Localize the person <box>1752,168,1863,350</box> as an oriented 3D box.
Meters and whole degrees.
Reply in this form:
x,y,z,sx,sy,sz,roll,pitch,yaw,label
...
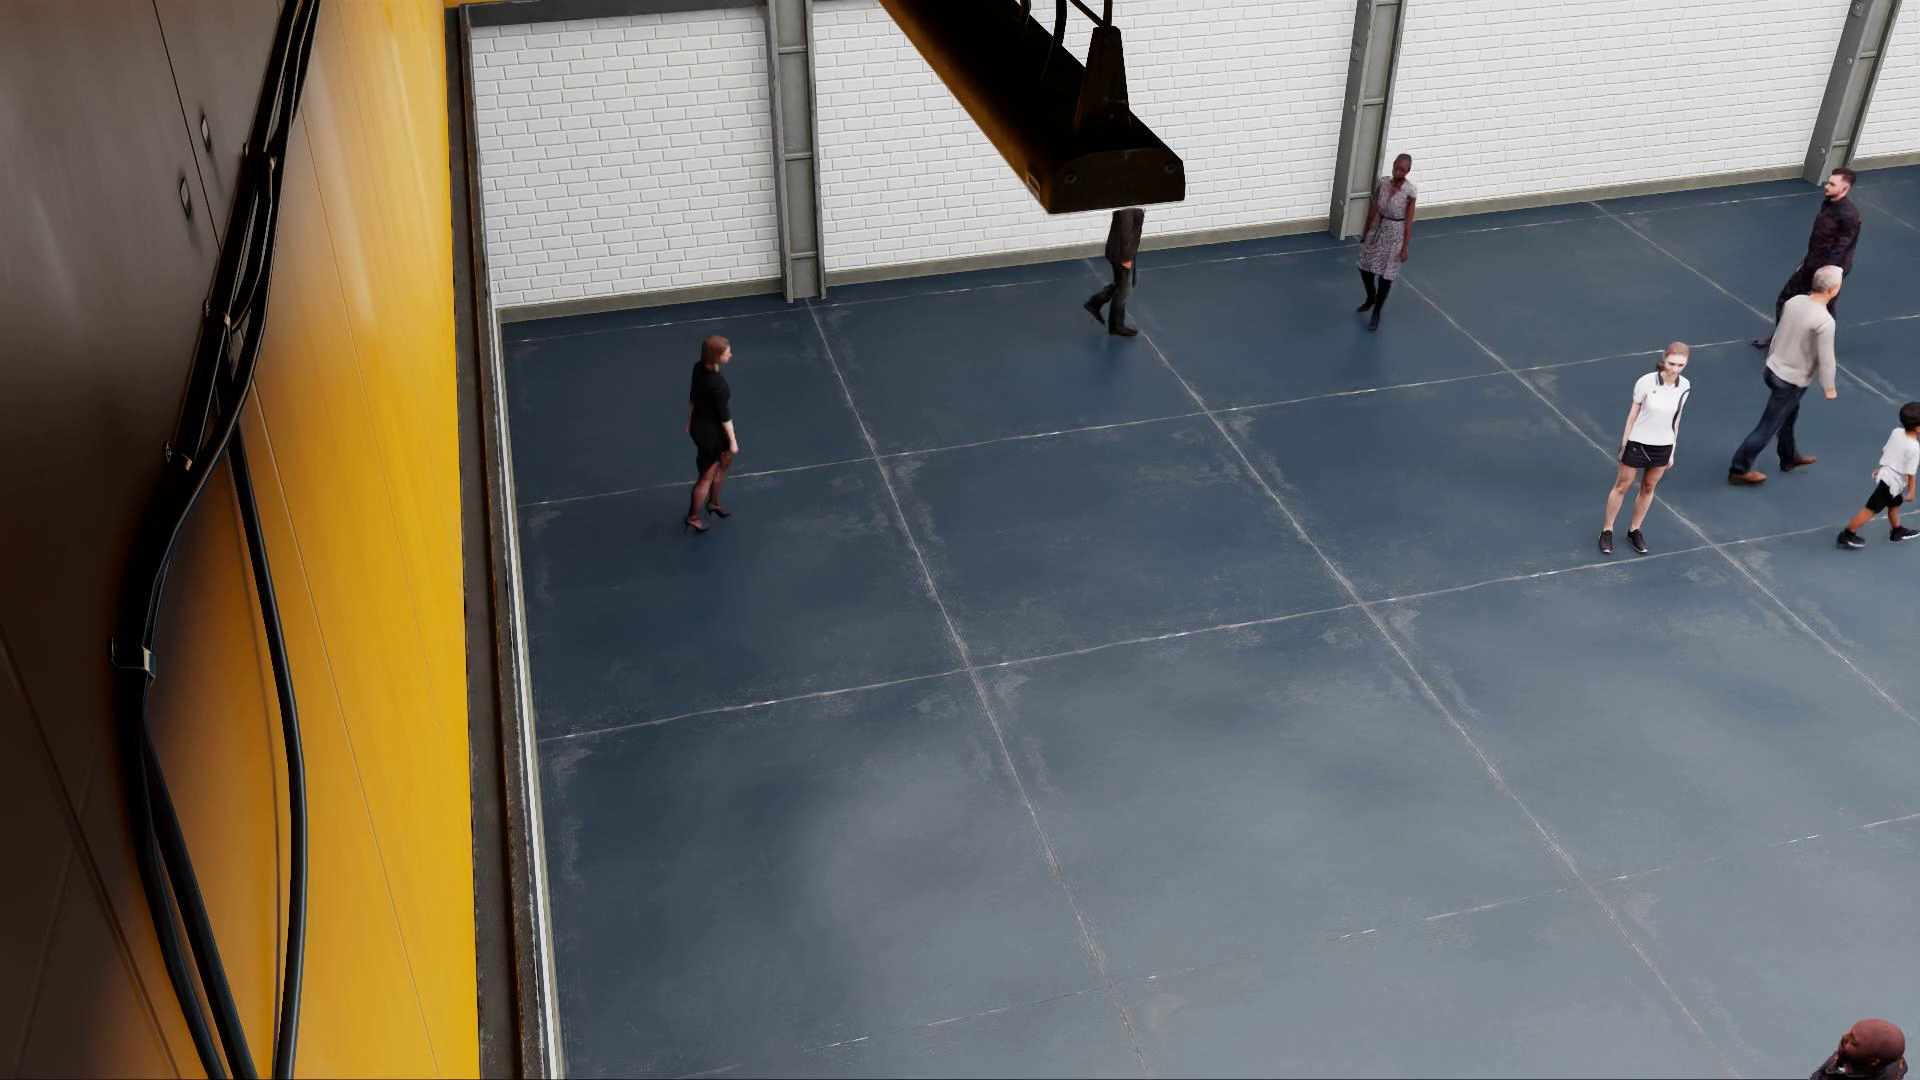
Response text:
x,y,z,sx,sy,sz,roll,pitch,yaw,label
7.939,-2.491,15.092,0.925,1.832,0.811,-3,34,-5,person

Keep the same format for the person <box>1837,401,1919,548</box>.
x,y,z,sx,sy,sz,roll,pitch,yaw,label
7.010,-0.468,12.595,0.926,1.226,0.657,0,34,1,person

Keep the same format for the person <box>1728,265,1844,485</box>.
x,y,z,sx,sy,sz,roll,pitch,yaw,label
6.502,-1.265,13.209,1.119,1.874,0.896,0,34,1,person

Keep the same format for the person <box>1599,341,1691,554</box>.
x,y,z,sx,sy,sz,roll,pitch,yaw,label
5.157,-0.703,12.474,0.568,1.752,0.685,1,34,1,person

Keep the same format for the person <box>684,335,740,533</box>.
x,y,z,sx,sy,sz,roll,pitch,yaw,label
-1.978,-0.777,12.661,0.746,1.669,0.659,-21,39,-29,person

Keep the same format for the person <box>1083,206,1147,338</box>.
x,y,z,sx,sy,sz,roll,pitch,yaw,label
1.419,-2.722,15.488,0.947,1.777,0.876,7,34,11,person

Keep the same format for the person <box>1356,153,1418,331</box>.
x,y,z,sx,sy,sz,roll,pitch,yaw,label
3.998,-2.800,15.609,0.853,1.773,0.825,-22,39,-29,person

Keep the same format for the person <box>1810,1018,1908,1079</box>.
x,y,z,sx,sy,sz,roll,pitch,yaw,label
3.854,2.732,7.261,1.190,1.800,1.189,21,39,29,person
